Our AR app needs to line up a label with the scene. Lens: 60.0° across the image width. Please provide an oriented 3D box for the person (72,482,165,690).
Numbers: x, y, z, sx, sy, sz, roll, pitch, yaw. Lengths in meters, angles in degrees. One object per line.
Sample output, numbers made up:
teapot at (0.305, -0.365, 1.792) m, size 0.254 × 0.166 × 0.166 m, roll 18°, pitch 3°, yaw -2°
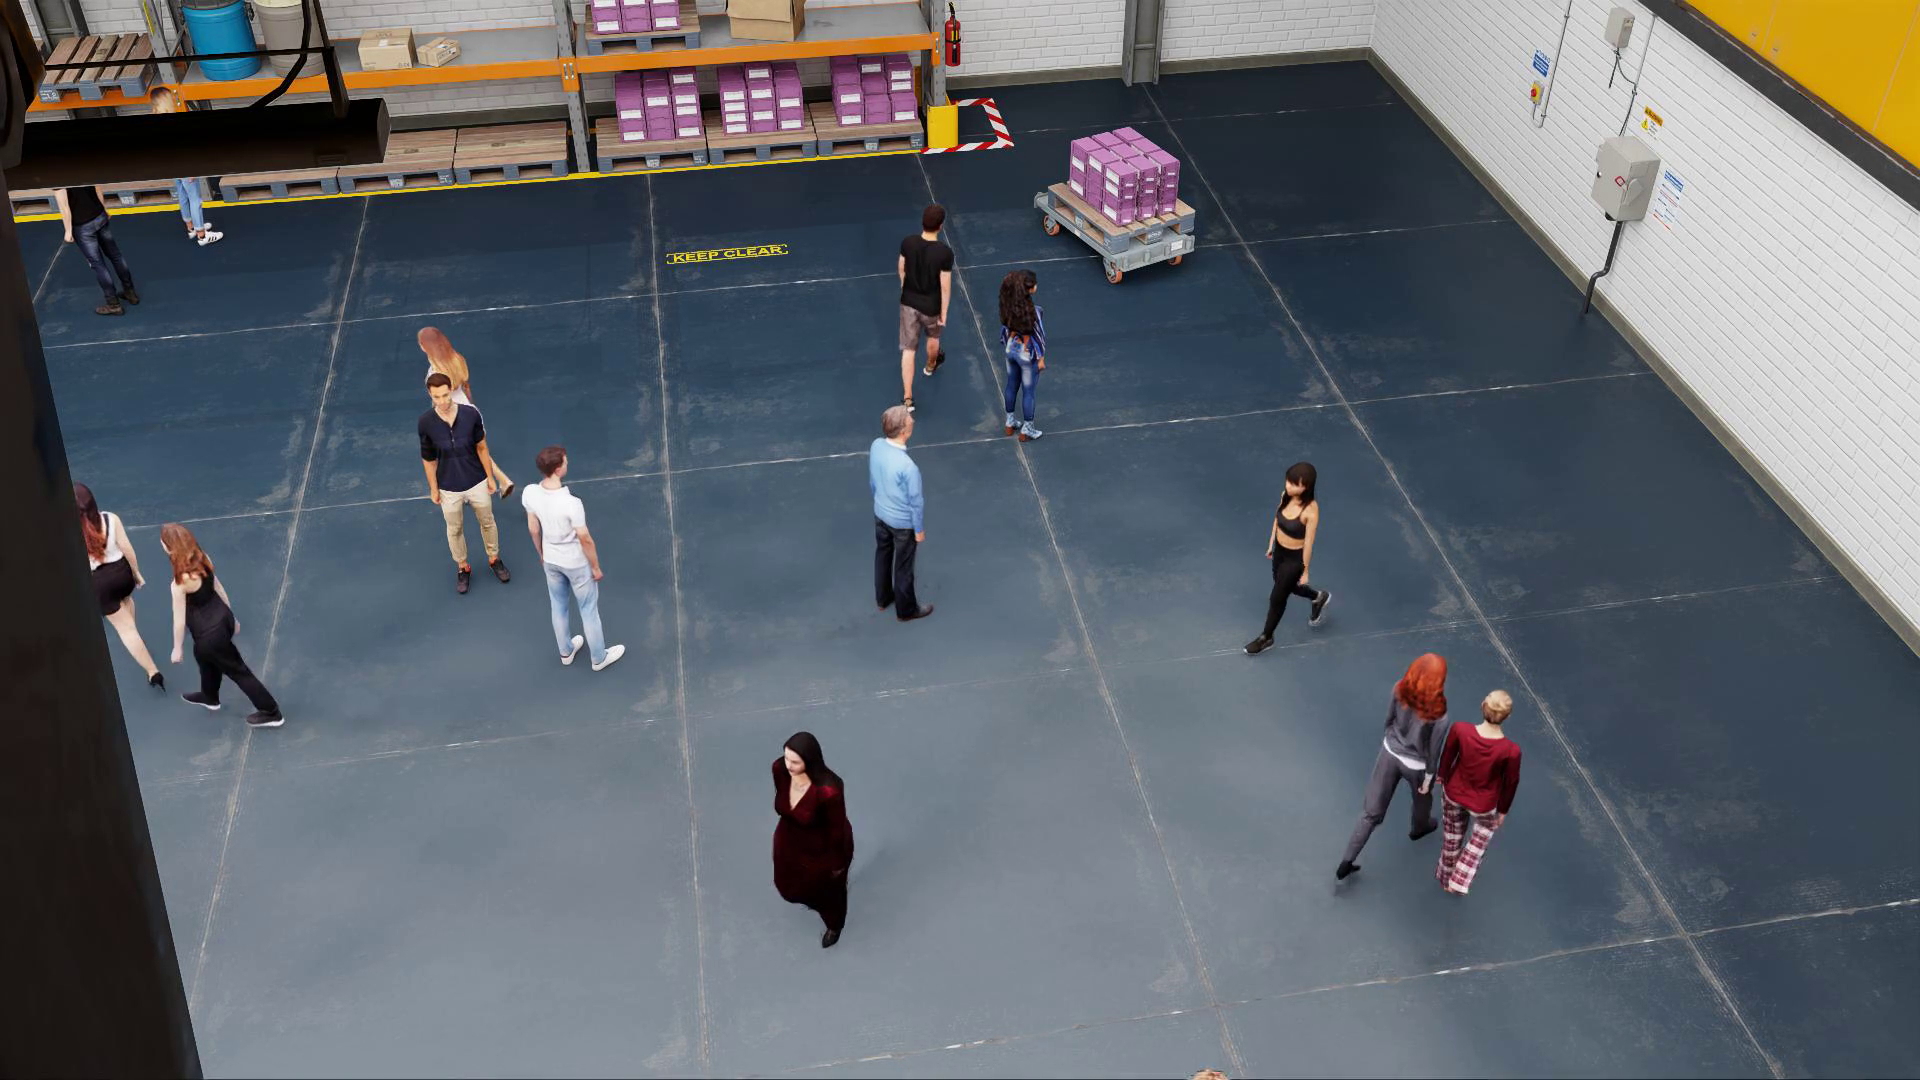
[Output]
person at (-5.883, 0.357, 11.587) m, size 1.101 × 1.596 × 1.039 m, roll -32°, pitch 48°, yaw -33°

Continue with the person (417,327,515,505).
person at (-3.915, -0.927, 13.129) m, size 0.966 × 1.677 × 0.828 m, roll 14°, pitch 41°, yaw 16°

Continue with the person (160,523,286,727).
person at (-4.915, 0.618, 11.163) m, size 1.018 × 1.716 × 0.706 m, roll 1°, pitch 39°, yaw 1°

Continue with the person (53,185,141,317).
person at (-8.143, -2.995, 15.543) m, size 0.764 × 1.897 × 0.761 m, roll 14°, pitch 41°, yaw 17°

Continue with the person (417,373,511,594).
person at (-3.714, -0.448, 12.383) m, size 0.545 × 1.859 × 0.739 m, roll -15°, pitch 41°, yaw -18°

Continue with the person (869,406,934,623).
person at (-0.463, -0.201, 12.108) m, size 0.741 × 1.817 × 0.742 m, roll -28°, pitch 46°, yaw -30°

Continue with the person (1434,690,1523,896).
person at (3.062, 1.562, 9.999) m, size 0.772 × 1.693 × 0.841 m, roll 20°, pitch 43°, yaw 23°

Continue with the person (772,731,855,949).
person at (-0.796, 1.707, 9.775) m, size 0.812 × 1.747 × 0.880 m, roll 20°, pitch 43°, yaw 23°

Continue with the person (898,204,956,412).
person at (-0.356, -1.963, 14.321) m, size 1.272 × 1.809 × 1.045 m, roll 7°, pitch 39°, yaw 8°

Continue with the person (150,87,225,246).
person at (-7.846, -3.777, 16.734) m, size 0.668 × 1.632 × 0.701 m, roll 30°, pitch 47°, yaw 32°

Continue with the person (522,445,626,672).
person at (-2.752, 0.142, 11.647) m, size 0.677 × 1.856 × 0.790 m, roll 15°, pitch 41°, yaw 18°

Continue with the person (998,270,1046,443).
person at (0.528, -1.558, 13.968) m, size 0.695 × 1.617 × 0.725 m, roll 32°, pitch 48°, yaw 33°

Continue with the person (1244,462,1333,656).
person at (2.433, 0.098, 11.888) m, size 1.052 × 1.623 × 0.737 m, roll -17°, pitch 42°, yaw -20°

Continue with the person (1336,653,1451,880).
person at (2.661, 1.413, 10.155) m, size 1.209 × 1.733 × 0.994 m, roll -30°, pitch 47°, yaw -32°
